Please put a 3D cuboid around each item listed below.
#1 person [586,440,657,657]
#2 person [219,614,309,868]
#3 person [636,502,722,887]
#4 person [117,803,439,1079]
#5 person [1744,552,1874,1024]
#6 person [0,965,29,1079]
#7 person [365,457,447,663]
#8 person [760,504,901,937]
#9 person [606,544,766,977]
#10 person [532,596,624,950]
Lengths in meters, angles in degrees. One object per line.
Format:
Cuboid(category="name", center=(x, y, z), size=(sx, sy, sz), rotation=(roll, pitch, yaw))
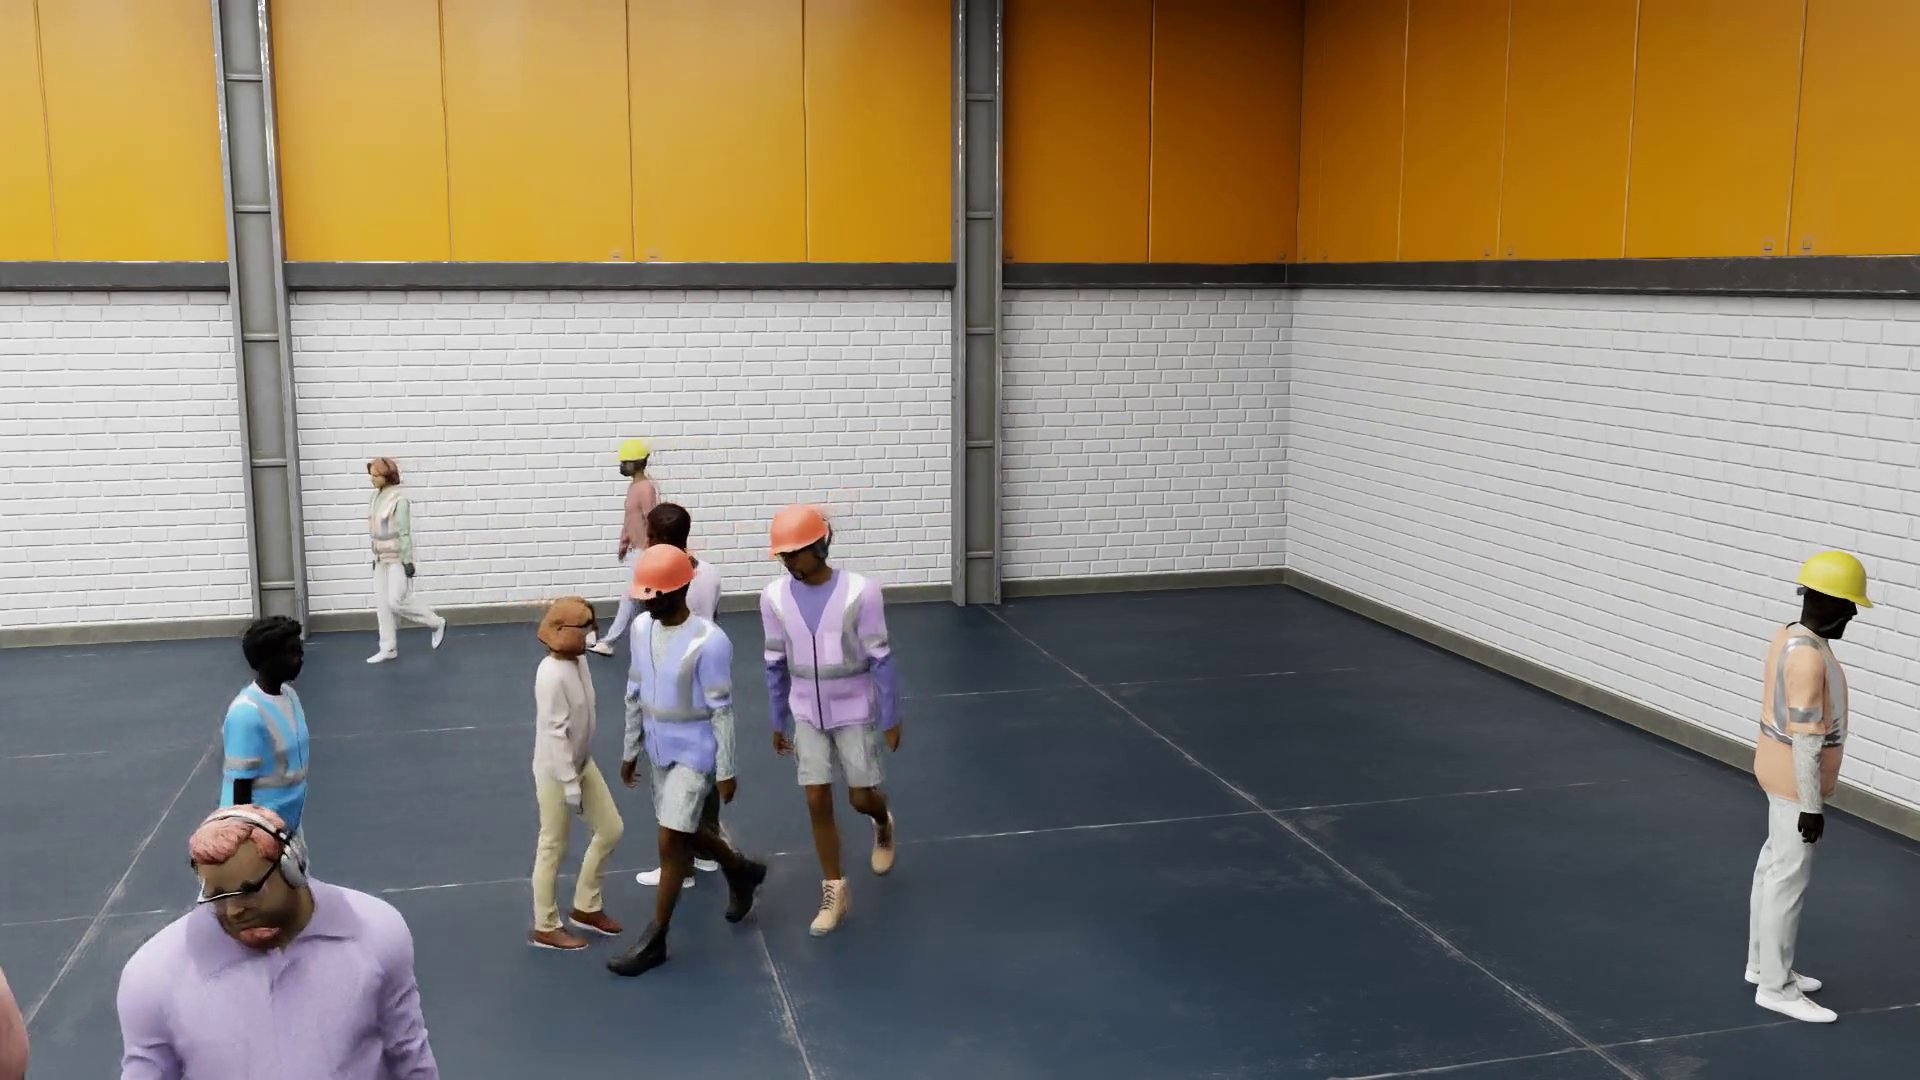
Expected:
Cuboid(category="person", center=(-2.588, 0.075, 13.175), size=(0.902, 1.720, 0.545), rotation=(-3, 10, -20))
Cuboid(category="person", center=(-2.875, 1.131, 6.703), size=(0.548, 1.683, 0.554), rotation=(0, 9, -1))
Cuboid(category="person", center=(-1.389, 0.765, 8.250), size=(0.391, 1.919, 0.593), rotation=(4, 10, 23))
Cuboid(category="person", center=(-1.596, 1.479, 3.955), size=(0.697, 1.870, 0.755), rotation=(-5, 10, -29))
Cuboid(category="person", center=(3.475, 0.992, 6.836), size=(0.382, 1.917, 0.585), rotation=(3, 10, 19))
Cuboid(category="person", center=(-2.547, 1.476, 3.993), size=(0.730, 1.866, 0.682), rotation=(-6, 11, -33))
Cuboid(category="person", center=(-4.383, 0.148, 13.028), size=(0.523, 1.624, 0.543), rotation=(9, 13, 44))
Cuboid(category="person", center=(-0.580, 0.791, 7.825), size=(0.658, 2.002, 0.803), rotation=(3, 10, 17))
Cuboid(category="person", center=(-1.185, 0.923, 7.375), size=(0.582, 1.895, 0.885), rotation=(7, 12, 38))
Cuboid(category="person", center=(-1.708, 1.049, 7.411), size=(0.499, 1.618, 0.500), rotation=(2, 9, 10))
